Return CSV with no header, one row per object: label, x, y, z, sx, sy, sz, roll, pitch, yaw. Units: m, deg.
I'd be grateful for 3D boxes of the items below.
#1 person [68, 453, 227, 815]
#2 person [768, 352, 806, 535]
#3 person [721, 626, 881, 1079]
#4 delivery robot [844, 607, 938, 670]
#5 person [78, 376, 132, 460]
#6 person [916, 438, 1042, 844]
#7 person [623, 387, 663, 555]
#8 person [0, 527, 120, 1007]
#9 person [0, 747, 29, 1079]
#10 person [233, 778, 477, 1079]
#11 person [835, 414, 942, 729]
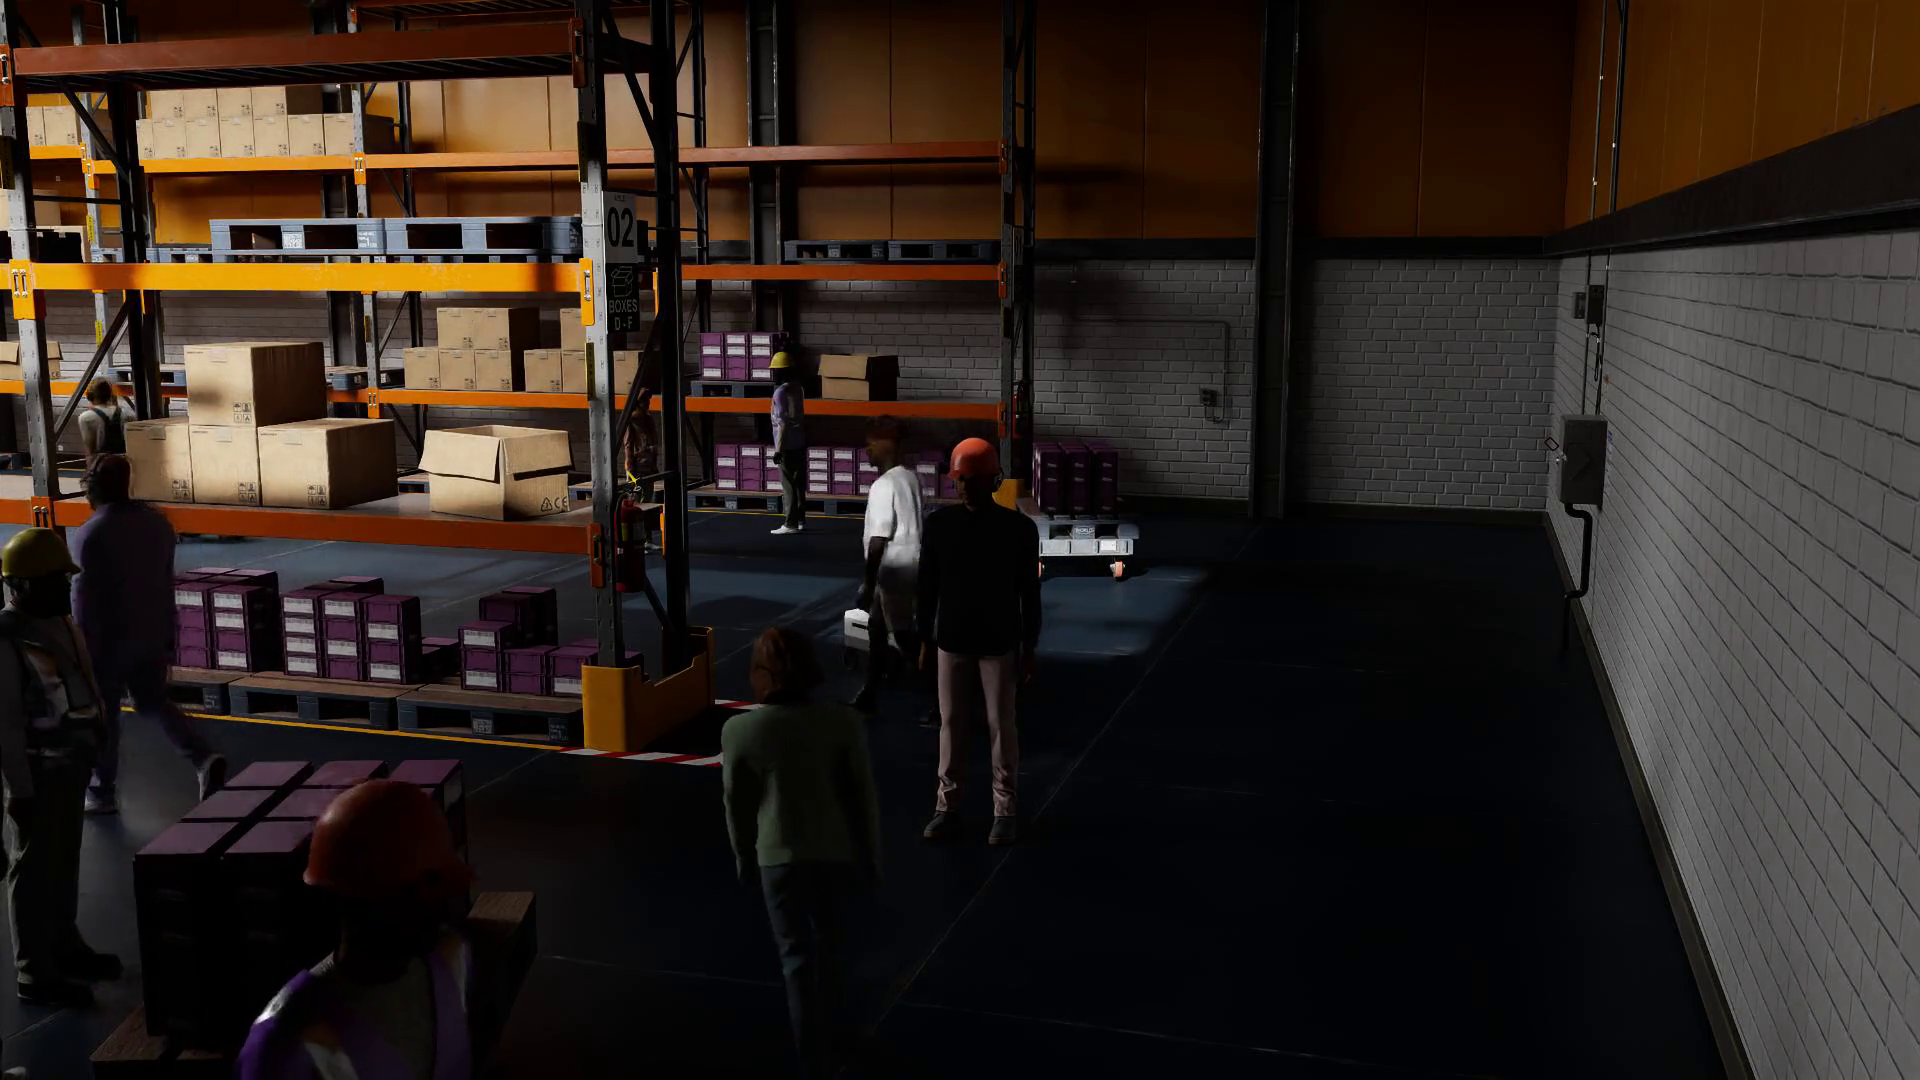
person,-4.228,0.491,8.465,0.796,1.885,0.665,2,10,14
person,-1.834,-1.015,17.512,0.384,1.925,0.593,3,10,15
person,-0.543,1.084,5.712,0.520,1.585,0.796,-2,10,-14
delivery robot,-0.480,0.618,11.441,0.477,0.478,0.707,-8,12,-41
person,-7.891,-0.629,15.546,0.912,1.811,0.521,7,11,35
person,0.082,0.493,8.111,0.626,1.992,0.387,3,10,16
person,-3.135,-0.683,16.363,0.307,1.641,0.513,3,10,19
person,-3.497,0.855,6.397,0.403,1.830,0.600,-1,9,-7
person,-3.430,0.977,5.415,0.590,1.912,0.398,-2,9,-11
person,-0.980,1.369,3.066,0.978,1.891,0.571,4,10,25
person,-0.358,0.196,10.148,0.891,1.935,0.620,2,10,14
